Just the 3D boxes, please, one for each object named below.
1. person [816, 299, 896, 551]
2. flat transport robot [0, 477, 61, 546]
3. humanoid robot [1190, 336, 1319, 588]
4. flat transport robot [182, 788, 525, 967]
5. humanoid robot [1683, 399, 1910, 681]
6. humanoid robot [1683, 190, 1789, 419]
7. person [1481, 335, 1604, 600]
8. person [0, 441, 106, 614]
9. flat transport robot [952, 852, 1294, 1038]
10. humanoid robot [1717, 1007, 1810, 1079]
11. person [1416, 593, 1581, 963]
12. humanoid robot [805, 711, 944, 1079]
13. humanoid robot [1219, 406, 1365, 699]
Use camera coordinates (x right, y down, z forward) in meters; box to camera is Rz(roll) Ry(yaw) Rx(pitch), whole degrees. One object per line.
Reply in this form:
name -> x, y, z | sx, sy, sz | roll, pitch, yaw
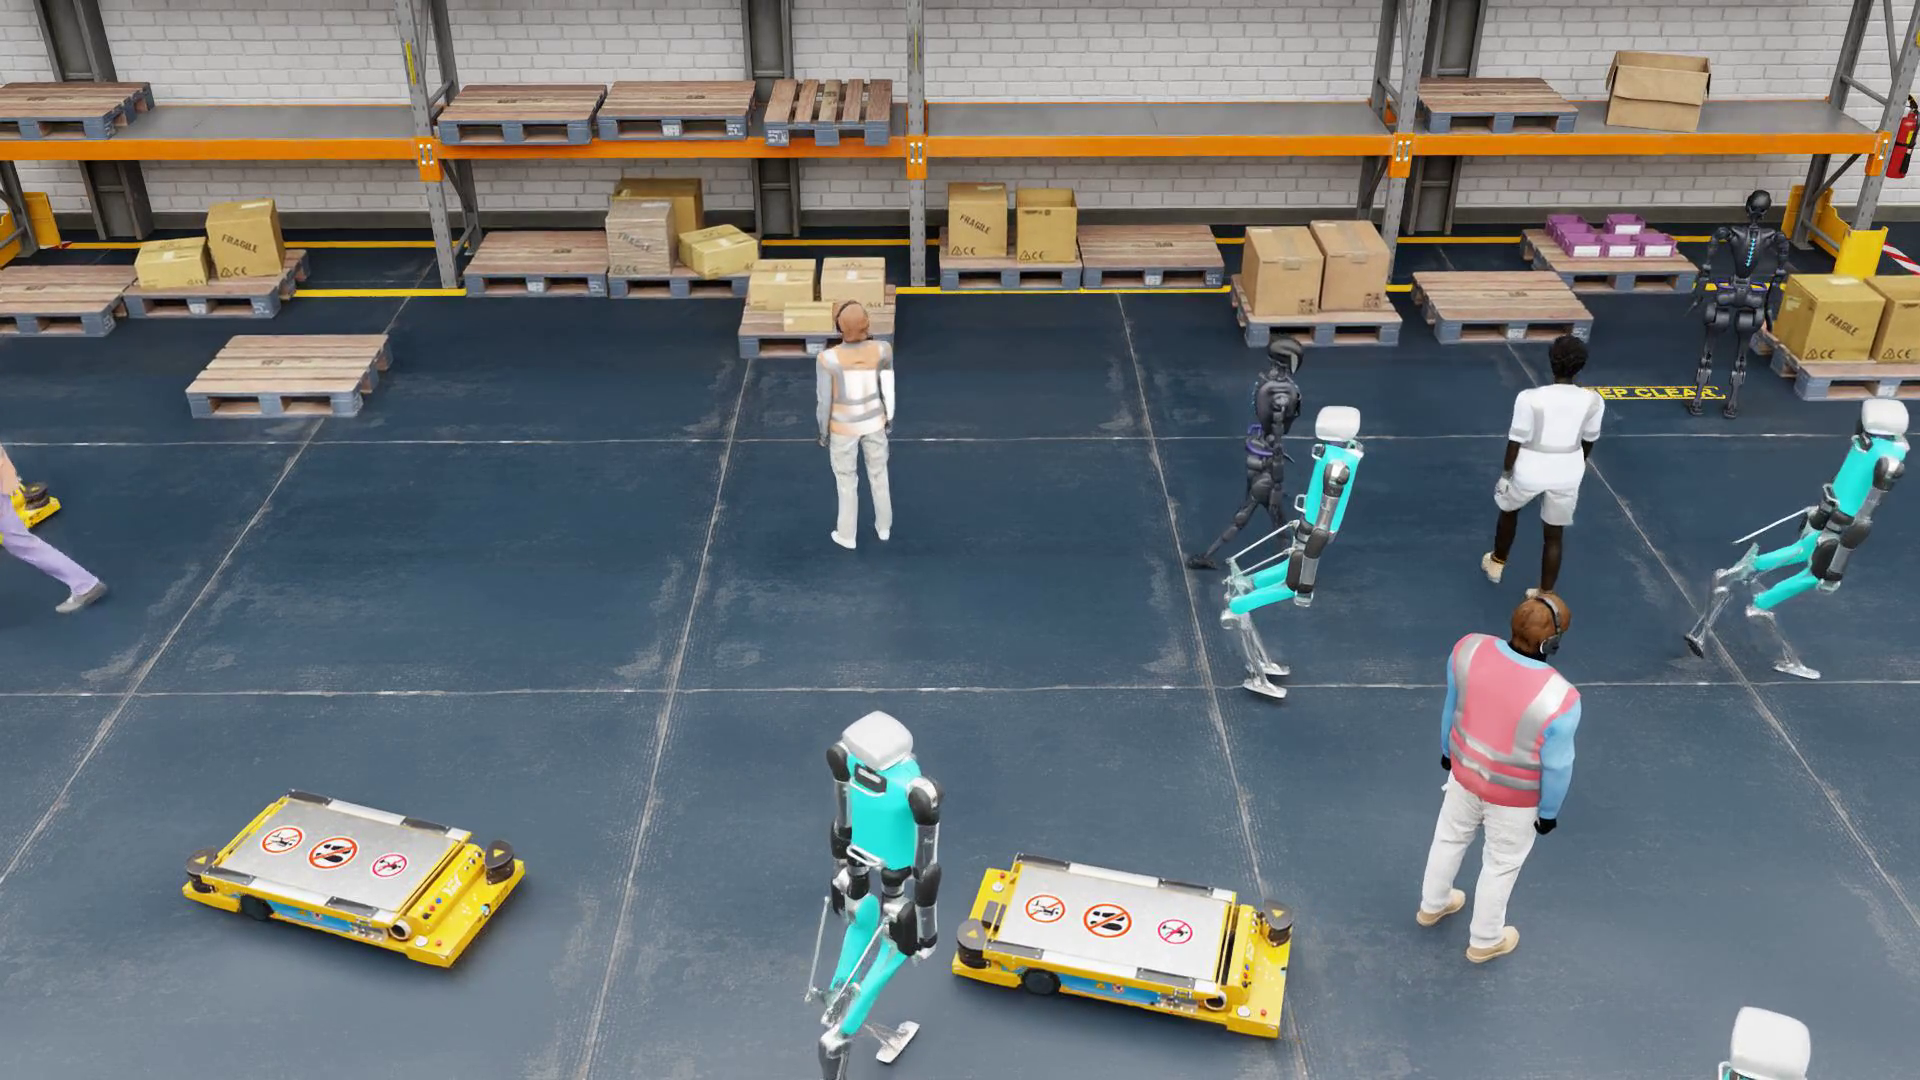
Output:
person -> -0.634, -0.699, 10.243 | 0.521, 1.636, 0.308 | -14, 34, -21
flat transport robot -> -6.674, -0.233, 10.798 | 1.431, 0.231, 0.659 | 10, 32, 16
humanoid robot -> 1.814, -0.460, 9.870 | 0.784, 1.638, 0.588 | 3, 31, 5
flat transport robot -> -2.846, 1.565, 7.806 | 1.431, 0.231, 0.659 | 10, 32, 16
humanoid robot -> 4.389, 0.015, 8.966 | 0.954, 1.754, 0.569 | 6, 32, 10
humanoid robot -> 5.496, -1.677, 11.821 | 0.599, 1.657, 0.315 | 8, 32, 13
person -> 3.399, -0.415, 9.738 | 0.584, 1.662, 0.717 | 0, 31, -1
person -> -5.524, -0.287, 9.403 | 0.933, 1.799, 0.577 | -19, 36, -29
flat transport robot -> 0.738, 1.790, 7.430 | 1.431, 0.231, 0.659 | 8, 32, 13
humanoid robot -> 2.171, 2.167, 5.377 | 0.752, 1.772, 0.535 | 11, 33, 18
person -> 2.344, 1.021, 7.200 | 0.431, 1.835, 0.628 | -22, 37, -32
humanoid robot -> -0.471, 1.577, 6.417 | 0.541, 1.828, 0.888 | 25, 39, 35
humanoid robot -> 1.673, 0.059, 8.798 | 0.759, 1.697, 0.530 | 8, 32, 12
